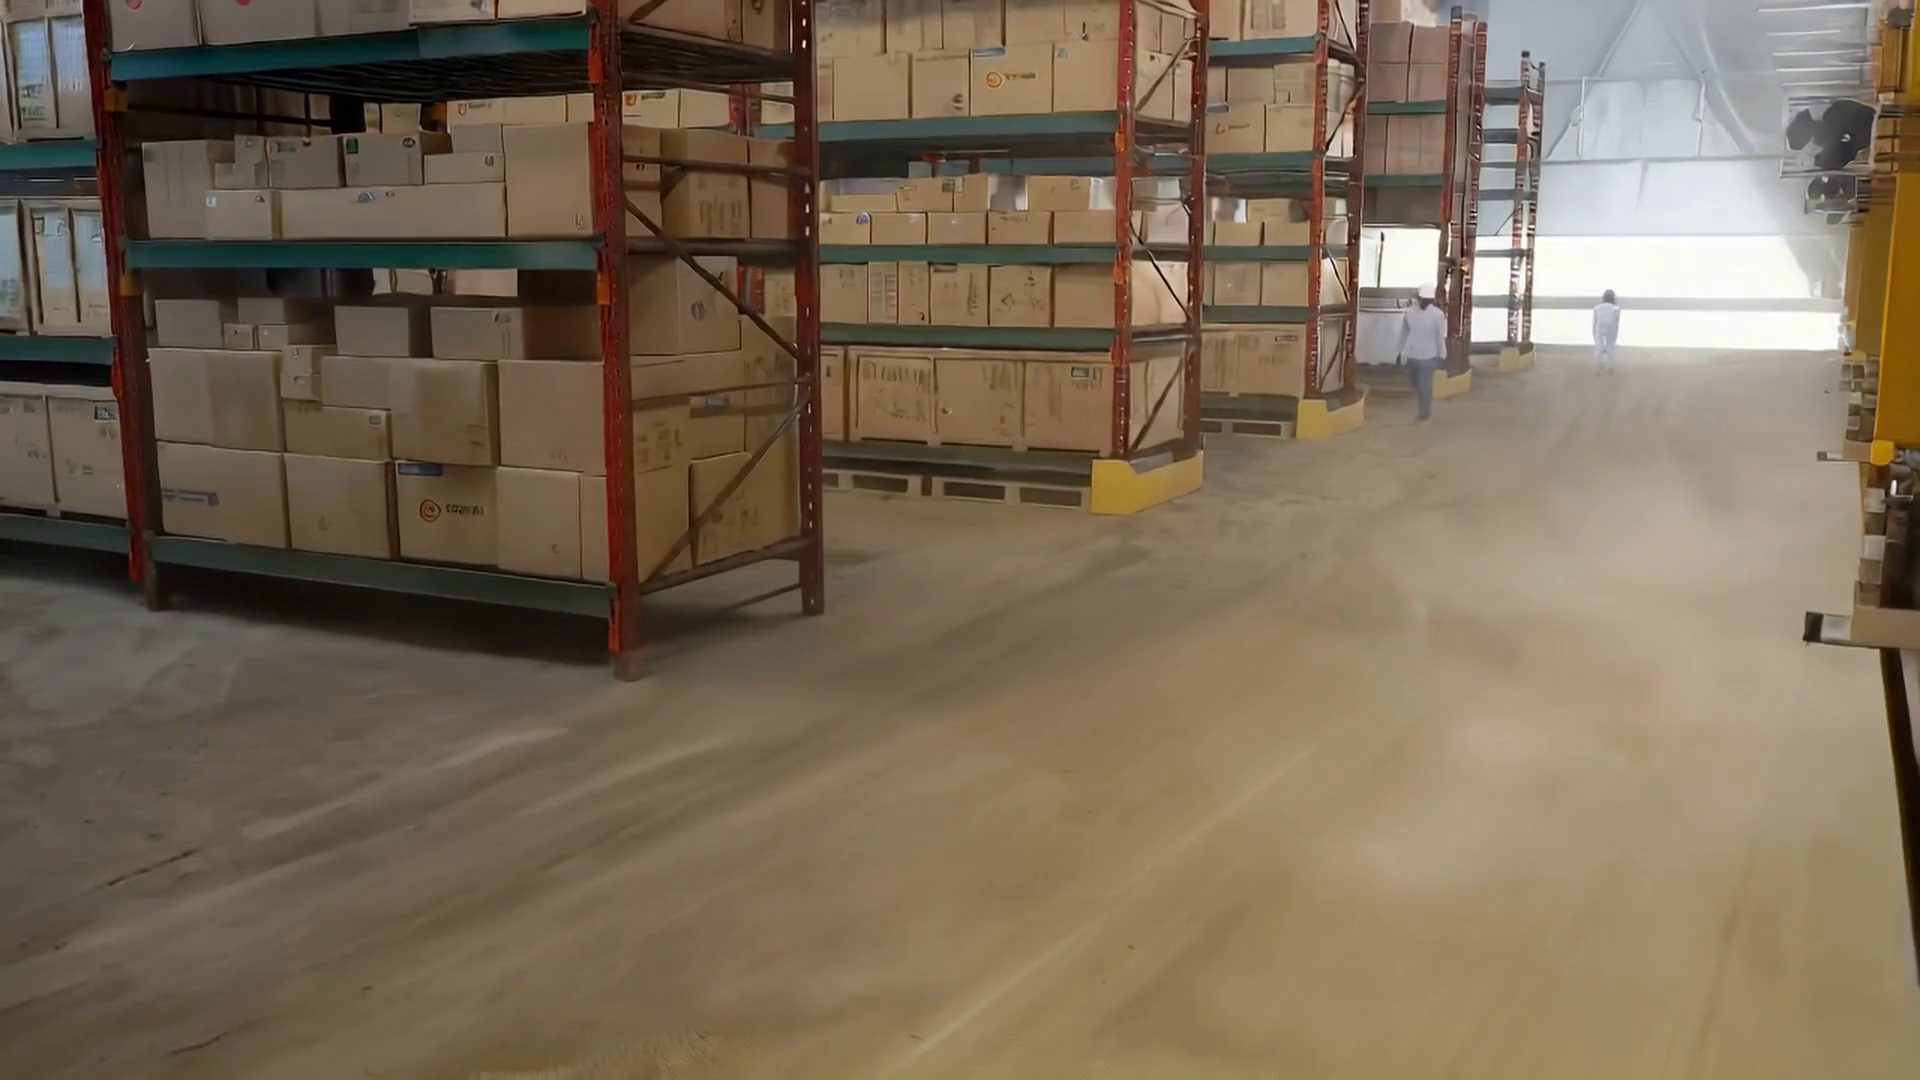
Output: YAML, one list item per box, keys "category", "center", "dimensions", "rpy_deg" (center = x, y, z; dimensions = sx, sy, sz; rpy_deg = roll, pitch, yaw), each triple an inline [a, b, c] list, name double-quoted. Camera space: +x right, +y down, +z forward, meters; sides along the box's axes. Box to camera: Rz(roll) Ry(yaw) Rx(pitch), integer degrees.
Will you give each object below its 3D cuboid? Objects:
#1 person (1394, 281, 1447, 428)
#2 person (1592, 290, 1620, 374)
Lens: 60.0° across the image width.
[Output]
- category: "person"
  center: [6.203, -2.474, 22.241]
  dimensions: [0.671, 1.958, 0.701]
  rpy_deg: [7, 12, 36]
- category: "person"
  center: [12.498, -4.011, 32.154]
  dimensions: [0.531, 1.601, 0.816]
  rpy_deg: [7, 12, 35]
